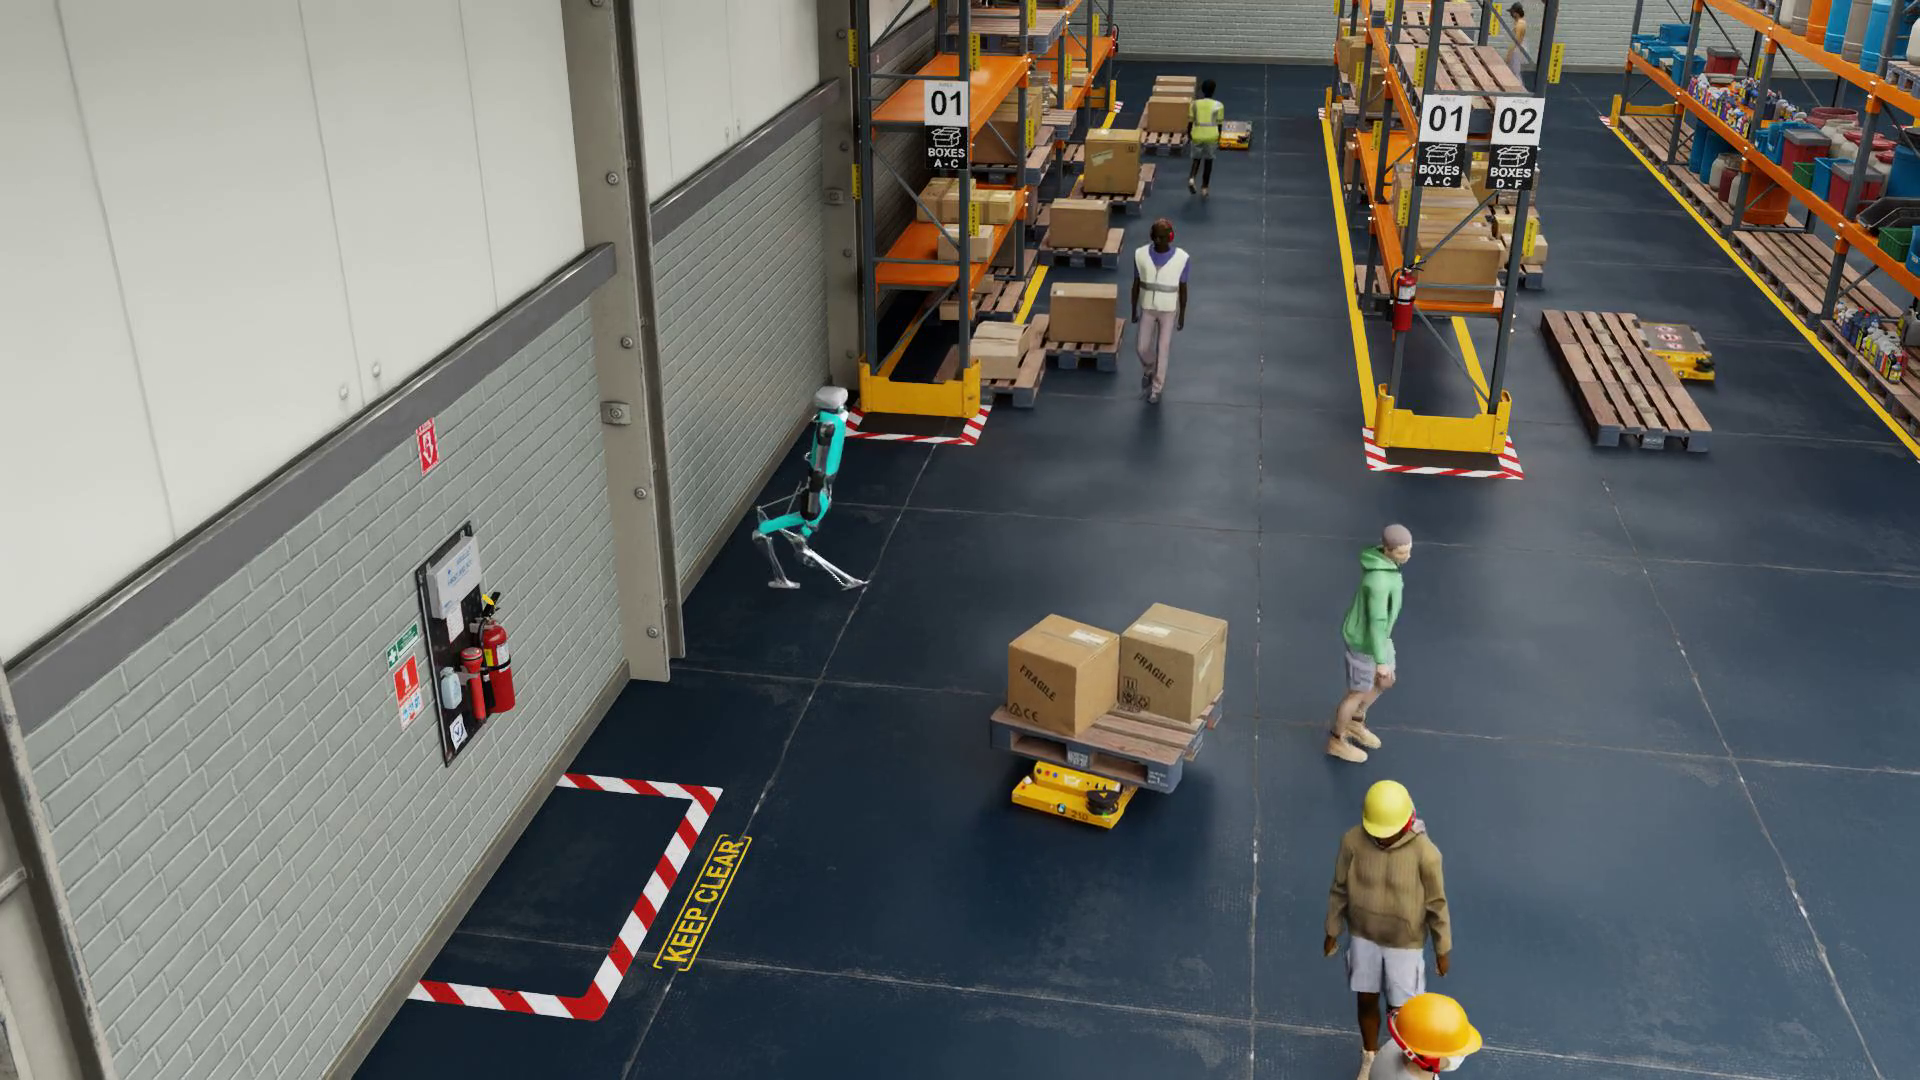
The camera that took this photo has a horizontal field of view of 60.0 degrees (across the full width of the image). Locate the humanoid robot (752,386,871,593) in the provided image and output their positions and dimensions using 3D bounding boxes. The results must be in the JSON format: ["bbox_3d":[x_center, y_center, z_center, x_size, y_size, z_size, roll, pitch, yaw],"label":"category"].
[{"bbox_3d":[-1.181,-0.312,12.305,1.016,1.719,0.535,4,25,8],"label":"humanoid robot"}]

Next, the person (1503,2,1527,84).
[{"bbox_3d":[10.158,-8.991,30.751,0.781,1.830,0.539,8,26,17],"label":"person"}]

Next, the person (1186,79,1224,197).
[{"bbox_3d":[3.556,-5.829,24.177,0.539,1.676,0.429,9,27,19],"label":"person"}]

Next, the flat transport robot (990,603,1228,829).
[{"bbox_3d":[0.915,1.317,10.539,0.659,0.231,1.431,12,27,23],"label":"flat transport robot"}]

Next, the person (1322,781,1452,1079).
[{"bbox_3d":[1.981,1.832,7.700,0.580,1.735,0.503,13,28,26],"label":"person"}]

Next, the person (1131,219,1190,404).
[{"bbox_3d":[1.952,-2.253,16.343,0.560,1.828,0.446,9,26,18],"label":"person"}]

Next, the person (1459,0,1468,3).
[{"bbox_3d":[9.393,-9.415,31.789,0.678,1.732,0.355,-13,28,-25],"label":"person"}]

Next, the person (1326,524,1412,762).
[{"bbox_3d":[2.527,0.640,10.278,0.421,1.703,0.514,11,27,22],"label":"person"}]

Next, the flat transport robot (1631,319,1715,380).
[{"bbox_3d":[7.558,-2.032,17.706,0.659,0.231,1.431,5,26,11],"label":"flat transport robot"}]

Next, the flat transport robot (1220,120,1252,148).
[{"bbox_3d":[4.554,-6.830,27.975,0.659,0.231,1.431,5,25,10],"label":"flat transport robot"}]

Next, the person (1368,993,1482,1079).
[{"bbox_3d":[1.645,2.451,6.208,0.378,1.892,0.565,3,25,7],"label":"person"}]
